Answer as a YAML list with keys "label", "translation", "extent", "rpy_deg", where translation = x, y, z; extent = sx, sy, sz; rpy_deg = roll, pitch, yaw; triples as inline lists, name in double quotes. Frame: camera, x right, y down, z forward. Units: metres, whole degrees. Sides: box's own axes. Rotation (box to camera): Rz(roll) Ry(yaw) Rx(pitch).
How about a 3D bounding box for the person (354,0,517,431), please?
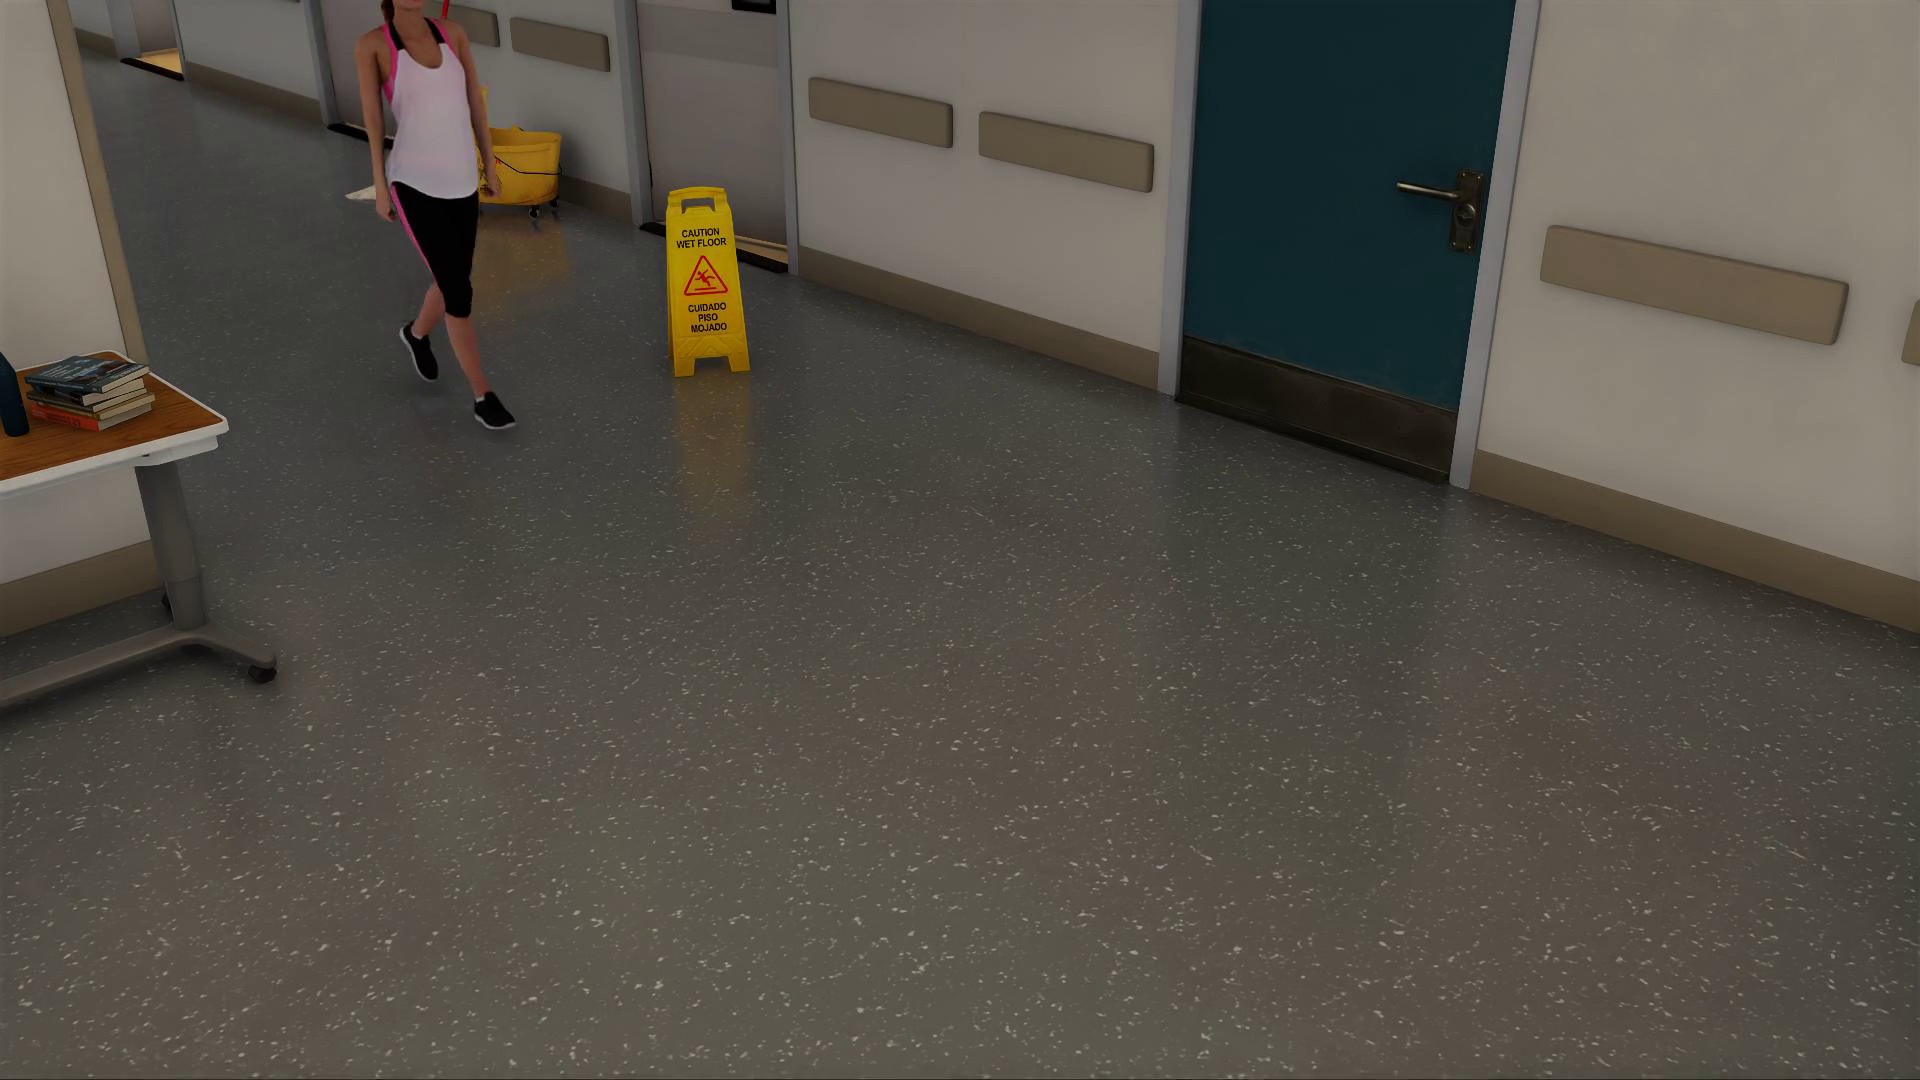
- label: "person"
  translation: [-2.002, -1.317, 6.269]
  extent: [0.648, 1.754, 1.109]
  rpy_deg: [-22, 33, -37]
